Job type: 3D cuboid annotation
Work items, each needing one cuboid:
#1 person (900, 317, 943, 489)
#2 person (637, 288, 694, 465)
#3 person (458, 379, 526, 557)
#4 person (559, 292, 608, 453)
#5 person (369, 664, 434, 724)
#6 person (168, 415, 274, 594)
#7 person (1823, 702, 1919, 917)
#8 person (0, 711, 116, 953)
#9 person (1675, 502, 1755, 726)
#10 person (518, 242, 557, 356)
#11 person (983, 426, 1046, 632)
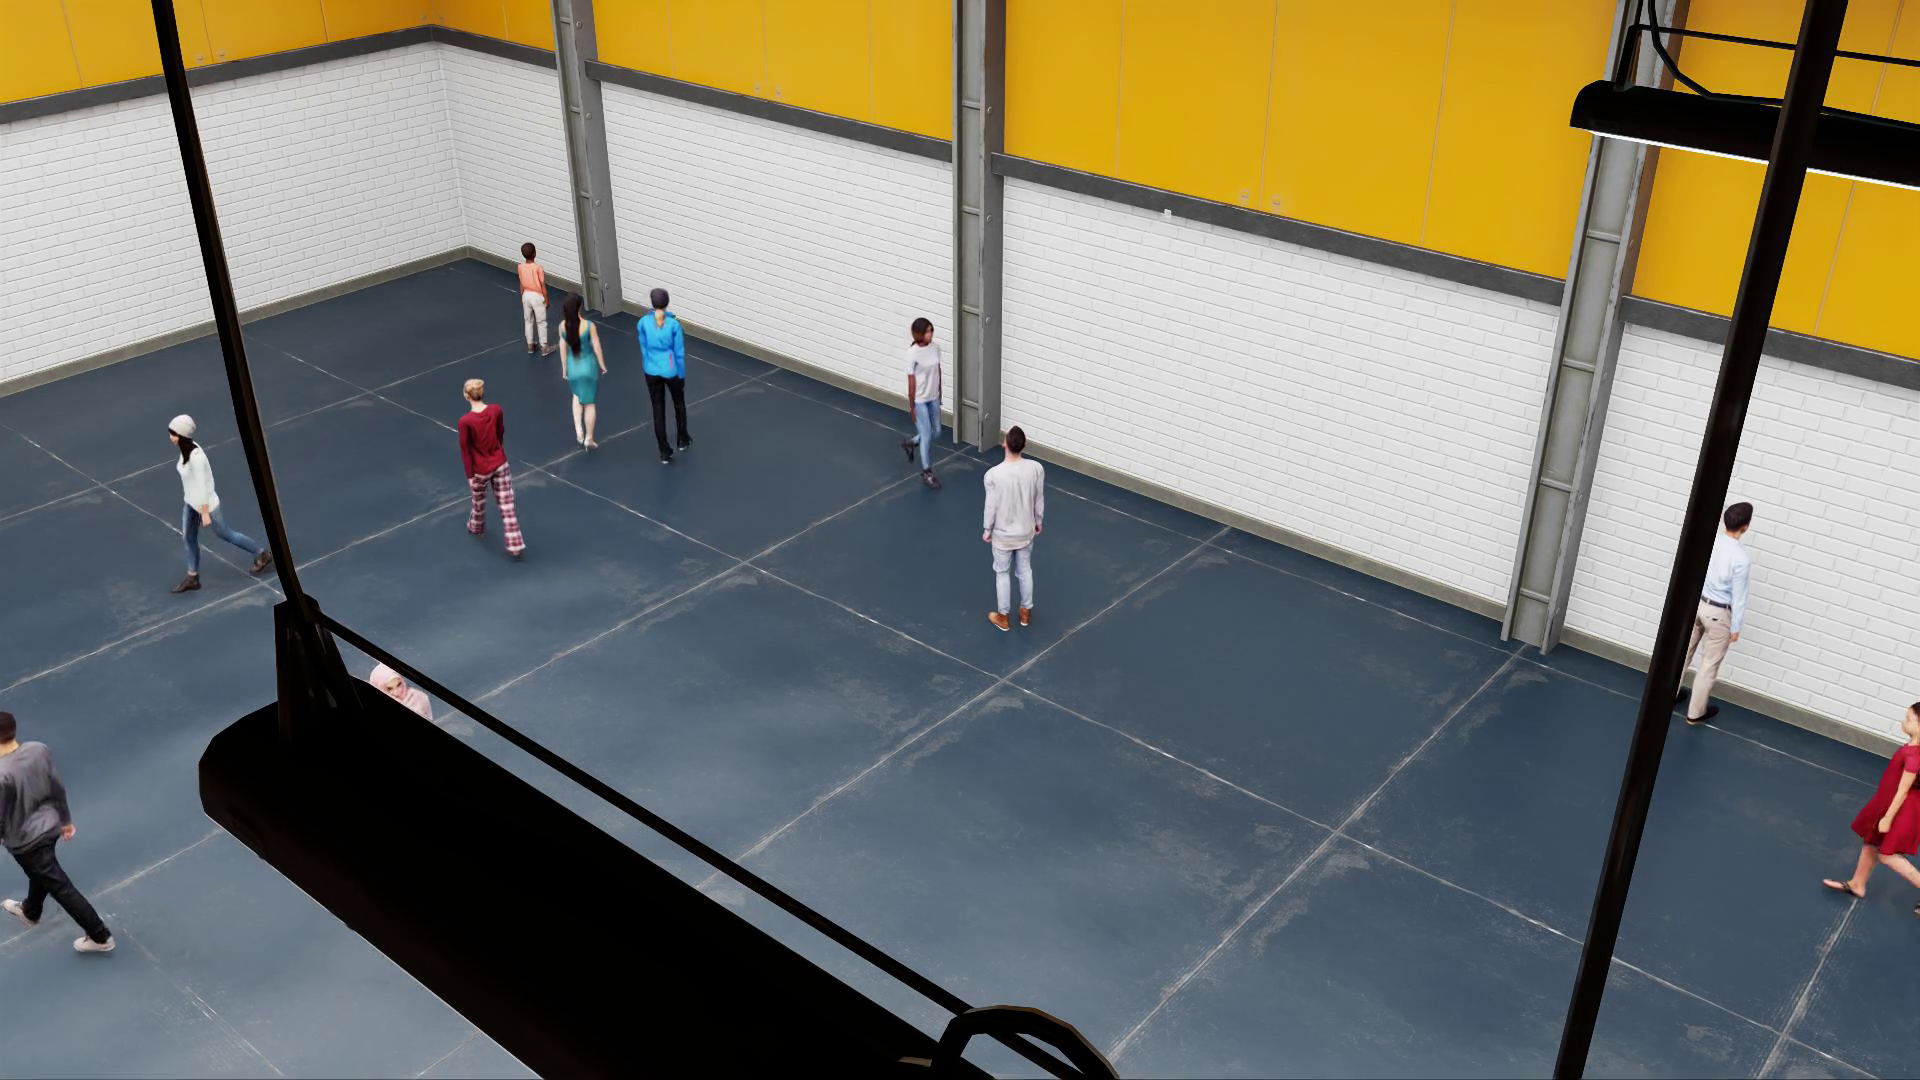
[{"bbox_3d":[-0.396,-1.358,16.130,0.638,1.705,0.895,-24,37,-37],"label":"person"},{"bbox_3d":[-2.973,-1.595,16.484,0.855,1.783,0.897,2,29,3],"label":"person"},{"bbox_3d":[-4.162,-0.626,14.845,0.764,1.653,1.114,-21,35,-33],"label":"person"},{"bbox_3d":[-3.812,-1.652,16.698,0.658,1.678,0.737,4,29,7],"label":"person"},{"bbox_3d":[-3.620,1.556,10.741,0.749,1.752,1.236,-24,37,-37],"label":"person"},{"bbox_3d":[-6.431,-0.327,14.343,0.788,1.607,1.098,-21,35,-33],"label":"person"},{"bbox_3d":[6.075,1.737,10.632,0.942,1.538,0.654,15,32,26],"label":"person"},{"bbox_3d":[-5.628,1.849,10.239,1.206,1.717,0.950,7,29,12],"label":"person"},{"bbox_3d":[5.638,0.541,12.500,0.773,1.849,0.647,-17,33,-28],"label":"person"},{"bbox_3d":[-4.914,-2.783,19.162,0.492,1.305,0.603,10,30,17],"label":"person"},{"bbox_3d":[0.440,-0.104,13.690,0.767,1.841,0.763,-9,30,-16],"label":"person"}]
